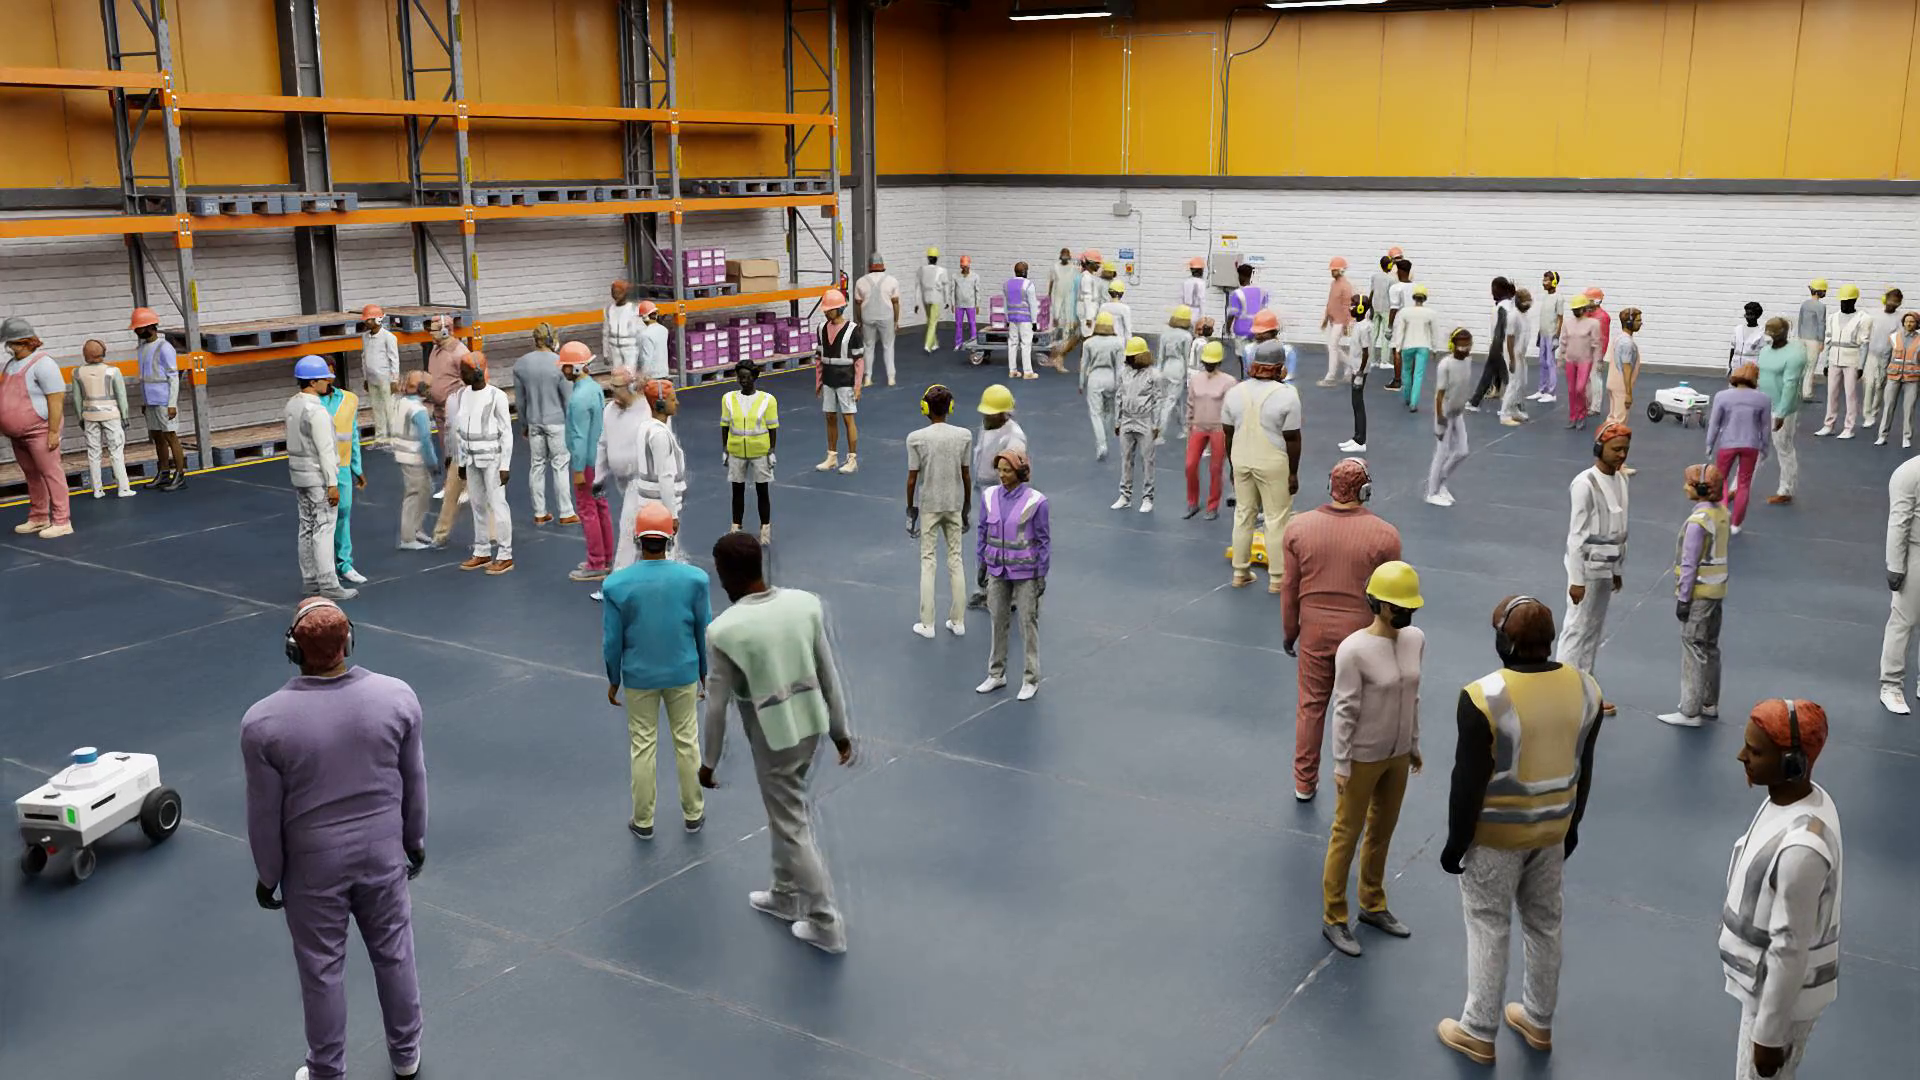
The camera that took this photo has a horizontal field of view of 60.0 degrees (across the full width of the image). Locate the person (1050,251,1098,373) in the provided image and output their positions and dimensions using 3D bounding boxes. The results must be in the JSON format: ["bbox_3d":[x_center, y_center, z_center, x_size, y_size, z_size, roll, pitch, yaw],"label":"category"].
[{"bbox_3d":[1.936,-3.633,26.688,1.022,2.001,0.600,3,13,11],"label":"person"}]

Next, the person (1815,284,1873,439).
[{"bbox_3d":[10.999,-2.218,20.704,0.385,1.919,0.582,-7,15,-28],"label":"person"}]

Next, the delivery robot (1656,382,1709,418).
[{"bbox_3d":[9.461,-1.827,21.781,0.477,0.478,0.707,-4,13,-16],"label":"delivery robot"}]

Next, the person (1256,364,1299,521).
[{"bbox_3d":[2.963,-0.947,15.806,0.507,1.631,0.265,10,17,38],"label":"person"}]

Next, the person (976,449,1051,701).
[{"bbox_3d":[0.340,0.219,10.738,0.523,1.638,0.310,8,15,31],"label":"person"}]

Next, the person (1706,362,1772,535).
[{"bbox_3d":[7.190,-0.839,15.371,0.534,1.614,0.437,5,14,20],"label":"person"}]

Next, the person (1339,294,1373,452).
[{"bbox_3d":[4.720,-1.982,19.779,0.315,1.870,0.532,2,13,9],"label":"person"}]

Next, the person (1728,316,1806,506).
[{"bbox_3d":[8.018,-1.263,16.564,0.885,1.902,0.651,-3,13,-14],"label":"person"}]

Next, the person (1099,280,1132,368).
[{"bbox_3d":[2.188,-2.770,23.427,0.525,1.769,0.310,9,16,35],"label":"person"}]

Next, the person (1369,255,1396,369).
[{"bbox_3d":[7.012,-3.778,27.572,0.310,1.868,0.533,-10,16,-36],"label":"person"}]

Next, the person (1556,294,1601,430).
[{"bbox_3d":[7.901,-2.273,21.297,0.428,1.747,0.549,-11,17,-40],"label":"person"}]

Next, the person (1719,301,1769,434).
[{"bbox_3d":[9.860,-2.139,20.837,0.318,1.698,0.533,-9,16,-33],"label":"person"}]

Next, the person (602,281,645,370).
[{"bbox_3d":[-4.422,-2.453,21.808,0.602,1.872,0.413,4,14,18],"label":"person"}]

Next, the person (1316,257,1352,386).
[{"bbox_3d":[5.824,-3.349,25.481,0.697,1.972,0.632,-1,13,-6],"label":"person"}]

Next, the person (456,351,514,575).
[{"bbox_3d":[-3.998,-0.650,13.961,0.584,1.884,0.337,8,15,31],"label":"person"}]

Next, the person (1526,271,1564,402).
[{"bbox_3d":[8.408,-2.907,23.790,0.313,1.869,0.539,-3,13,-11],"label":"person"}]

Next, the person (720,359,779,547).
[{"bbox_3d":[-1.895,-0.780,14.943,0.532,1.696,0.319,1,13,6],"label":"person"}]

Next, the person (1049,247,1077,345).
[{"bbox_3d":[1.919,-4.570,31.128,0.517,1.822,0.598,-1,13,-6],"label":"person"}]

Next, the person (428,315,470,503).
[{"bbox_3d":[-5.173,-1.324,16.849,0.646,1.904,0.401,12,18,43],"label":"person"}]

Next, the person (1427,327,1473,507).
[{"bbox_3d":[4.898,-1.216,16.557,0.559,1.821,0.529,-9,16,-35],"label":"person"}]

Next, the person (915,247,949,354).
[{"bbox_3d":[-0.519,-4.278,29.728,0.577,1.881,0.948,5,14,21],"label":"person"}]

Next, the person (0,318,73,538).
[{"bbox_3d":[-8.558,-1.034,15.291,0.688,2.000,0.536,8,15,31],"label":"person"}]

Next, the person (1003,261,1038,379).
[{"bbox_3d":[0.977,-3.473,26.303,0.627,1.846,0.429,10,17,38],"label":"person"}]

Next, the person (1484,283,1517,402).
[{"bbox_3d":[7.815,-2.834,23.849,0.315,1.696,0.541,-7,15,-29],"label":"person"}]

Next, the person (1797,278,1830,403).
[{"bbox_3d":[12.191,-2.853,23.785,0.313,1.767,0.533,-2,13,-8],"label":"person"}]

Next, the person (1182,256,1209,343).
[{"bbox_3d":[3.679,-3.506,26.259,0.521,1.927,0.560,-6,14,-26],"label":"person"}]

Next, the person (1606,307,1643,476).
[{"bbox_3d":[7.320,-1.642,18.356,0.345,1.847,0.504,1,13,6],"label":"person"}]

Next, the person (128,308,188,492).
[{"bbox_3d":[-8.397,-1.456,17.369,0.551,1.926,0.378,8,15,31],"label":"person"}]

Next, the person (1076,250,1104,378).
[{"bbox_3d":[2.058,-3.575,26.359,0.425,2.027,0.628,2,13,7],"label":"person"}]

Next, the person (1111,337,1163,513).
[{"bbox_3d":[1.741,-1.135,16.399,0.492,1.735,0.326,8,15,31],"label":"person"}]

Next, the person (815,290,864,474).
[{"bbox_3d":[-1.362,-1.740,18.367,0.615,2.032,0.396,8,15,31],"label":"person"}]

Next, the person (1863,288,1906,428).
[{"bbox_3d":[11.897,-2.343,21.473,0.524,1.805,0.853,8,15,30],"label":"person"}]

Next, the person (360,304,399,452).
[{"bbox_3d":[-6.916,-1.923,19.776,0.573,1.748,0.342,8,15,31],"label":"person"}]

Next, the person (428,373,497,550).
[{"bbox_3d":[-4.392,-0.712,14.671,0.619,1.684,0.640,9,16,33],"label":"person"}]

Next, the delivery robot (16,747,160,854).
[{"bbox_3d":[-4.345,1.279,8.310,0.477,0.478,0.707,2,13,10],"label":"delivery robot"}]

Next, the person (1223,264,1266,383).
[{"bbox_3d":[4.106,-3.051,24.249,0.647,1.937,0.768,-7,15,-28],"label":"person"}]
